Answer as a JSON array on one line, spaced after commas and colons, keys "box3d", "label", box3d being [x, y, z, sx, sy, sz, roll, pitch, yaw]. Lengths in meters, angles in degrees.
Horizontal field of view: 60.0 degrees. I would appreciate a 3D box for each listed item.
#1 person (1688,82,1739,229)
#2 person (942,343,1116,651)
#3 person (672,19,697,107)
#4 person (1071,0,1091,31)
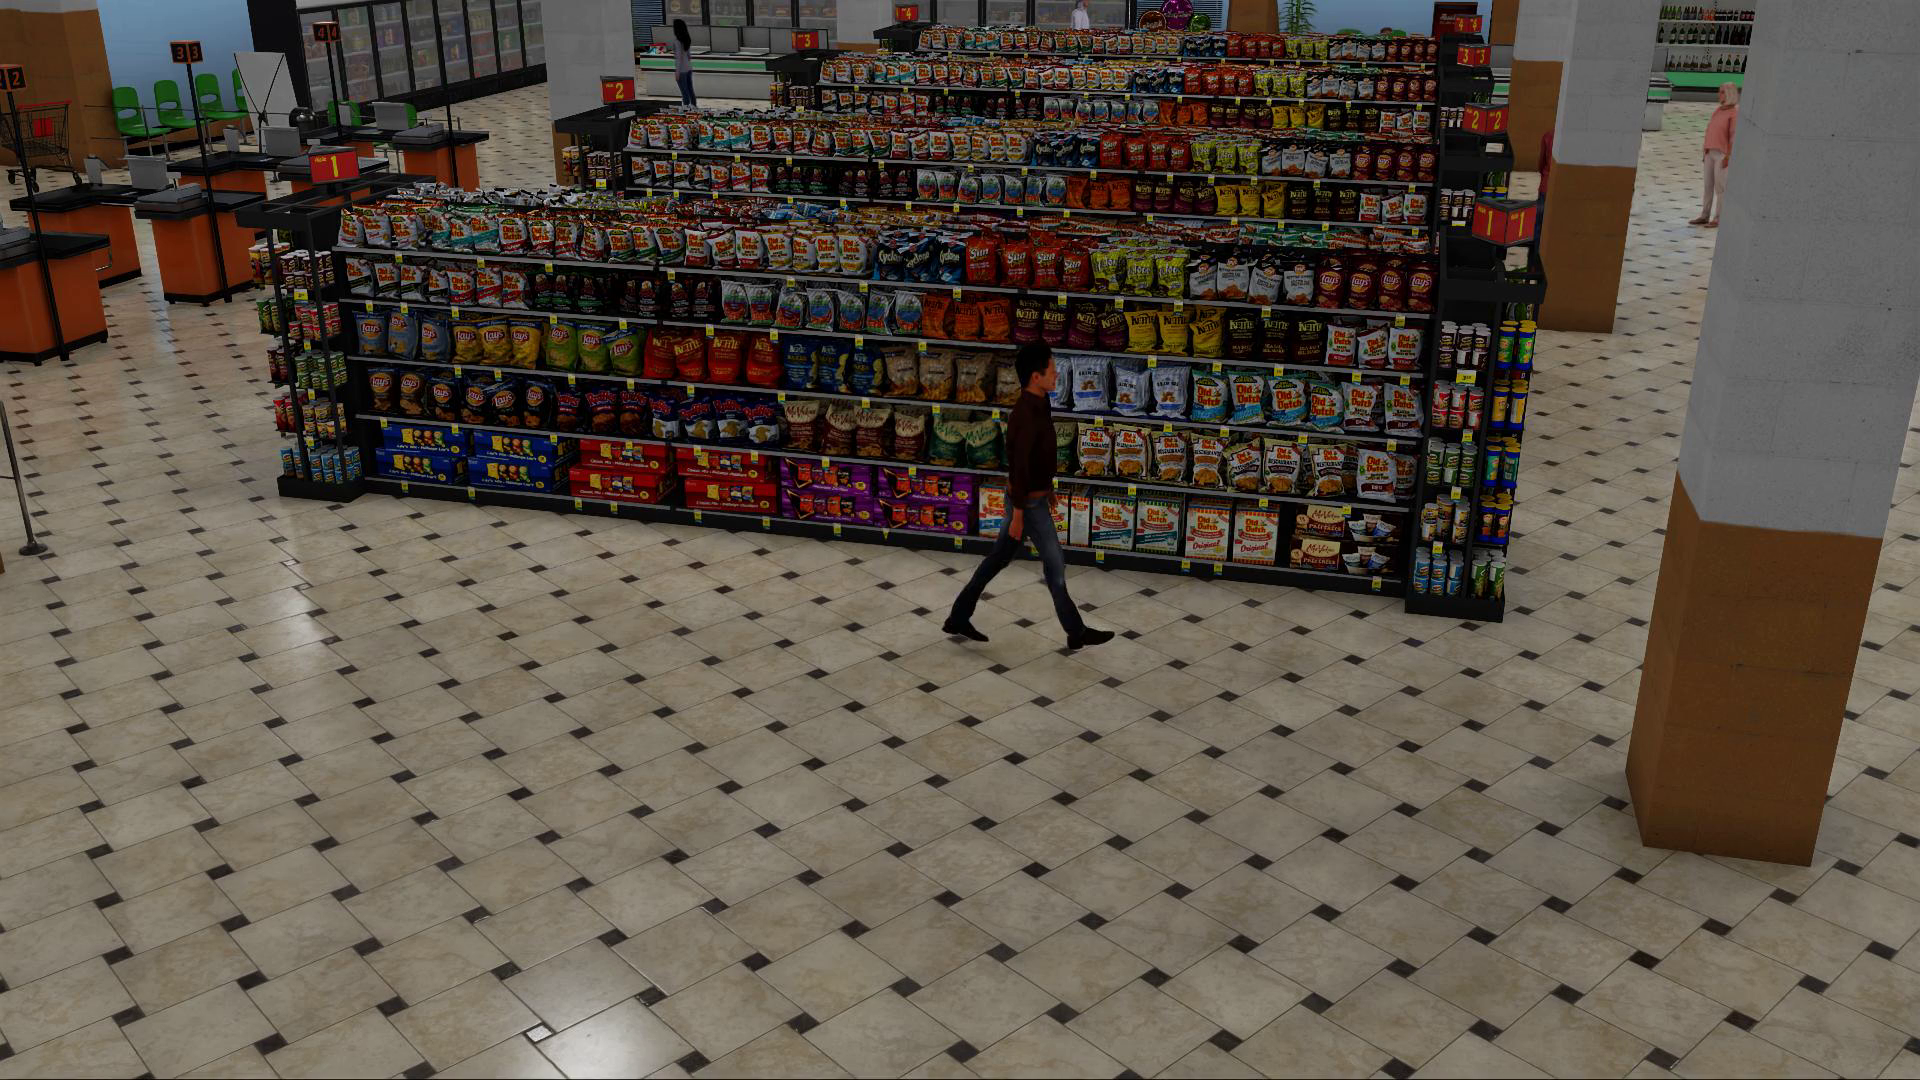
[{"box3d": [9.226, -4.681, 20.205, 0.687, 1.725, 0.684, -5, 22, -13], "label": "person"}, {"box3d": [0.271, -0.180, 8.995, 1.246, 1.731, 0.825, 1, 22, 3], "label": "person"}, {"box3d": [-4.740, -8.073, 28.632, 0.556, 1.735, 0.624, 8, 23, 19], "label": "person"}, {"box3d": [2.301, -9.399, 31.676, 0.603, 1.925, 0.689, 6, 23, 15], "label": "person"}]
